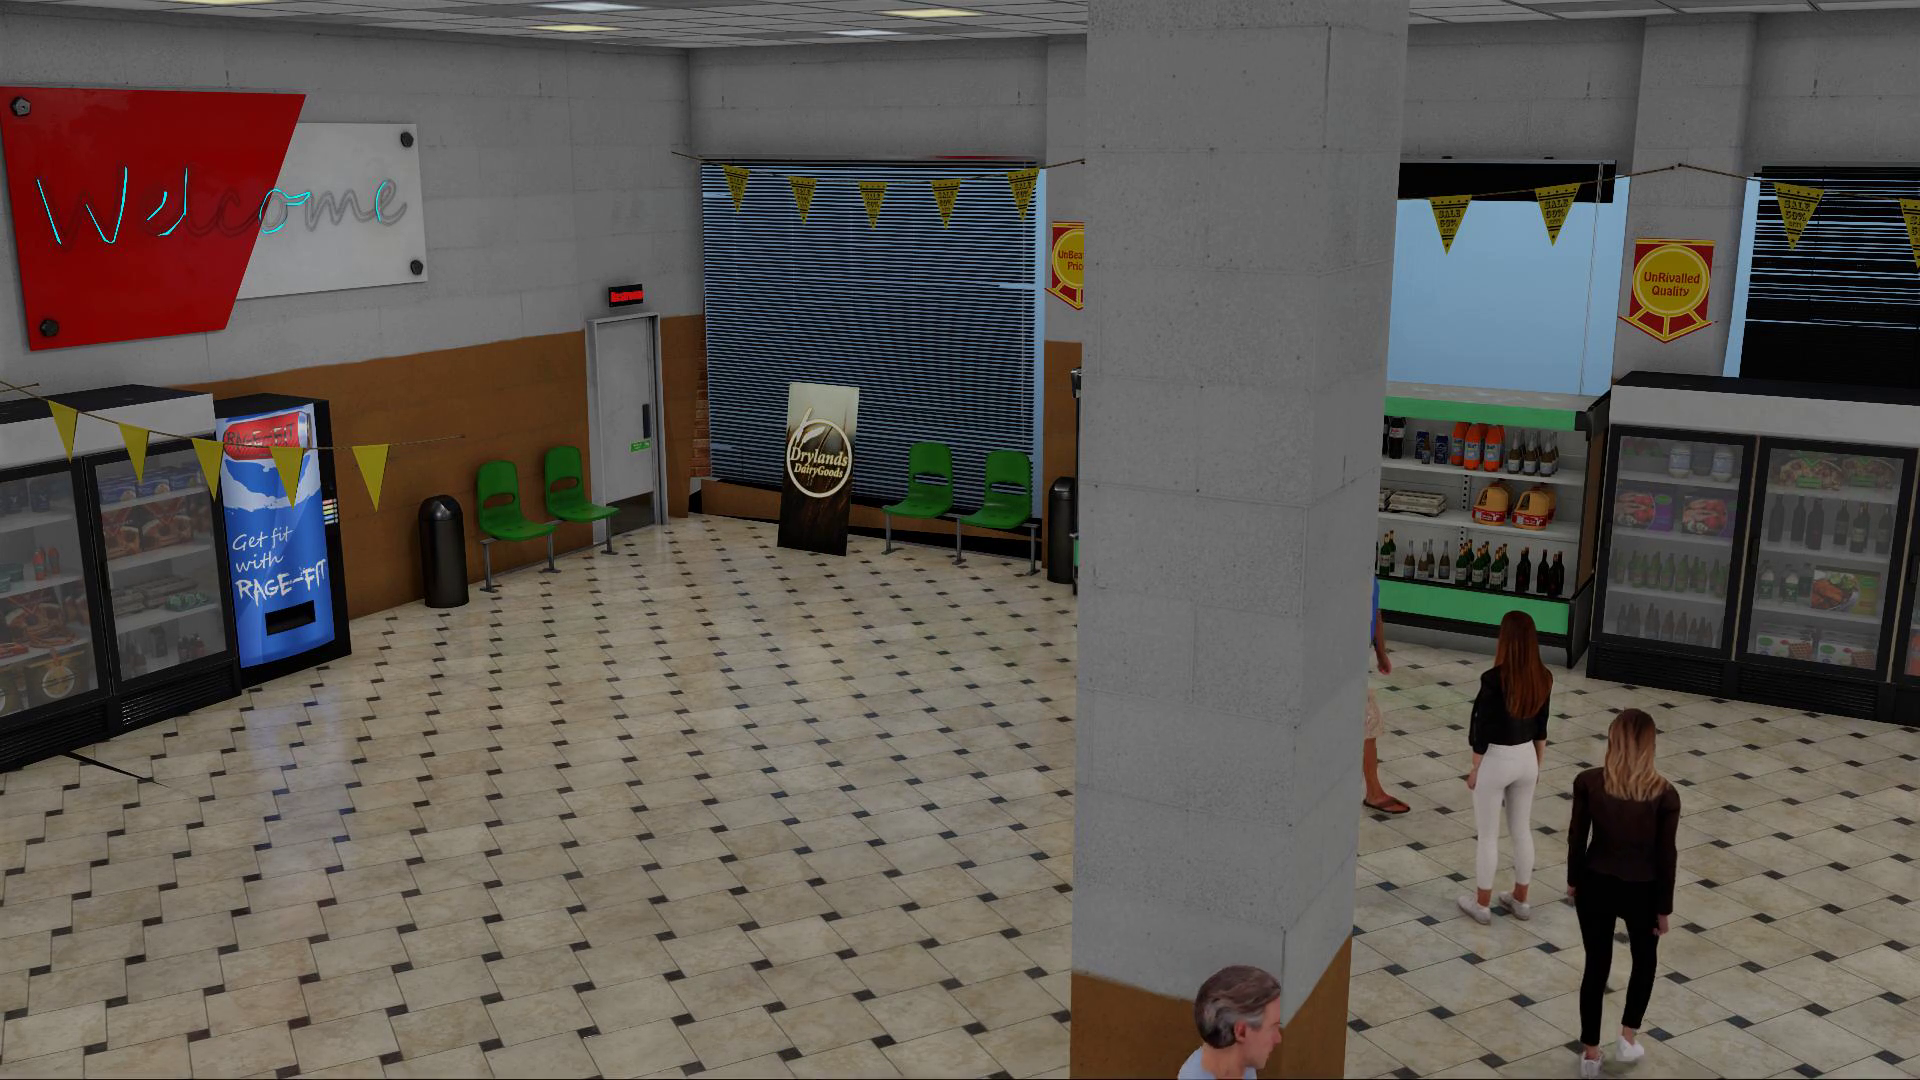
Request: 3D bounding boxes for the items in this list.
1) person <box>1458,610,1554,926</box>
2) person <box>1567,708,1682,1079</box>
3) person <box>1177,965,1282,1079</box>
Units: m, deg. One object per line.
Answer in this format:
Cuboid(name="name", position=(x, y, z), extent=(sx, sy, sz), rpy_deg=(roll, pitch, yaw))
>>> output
Cuboid(name="person", position=(2.907, 1.204, 8.831), extent=(0.664, 1.699, 0.718), rpy_deg=(-4, 14, -17))
Cuboid(name="person", position=(2.858, 1.587, 7.270), extent=(0.516, 1.690, 0.665), rpy_deg=(8, 16, 29))
Cuboid(name="person", position=(0.621, 2.107, 4.769), extent=(0.697, 1.859, 0.744), rpy_deg=(7, 15, 26))
